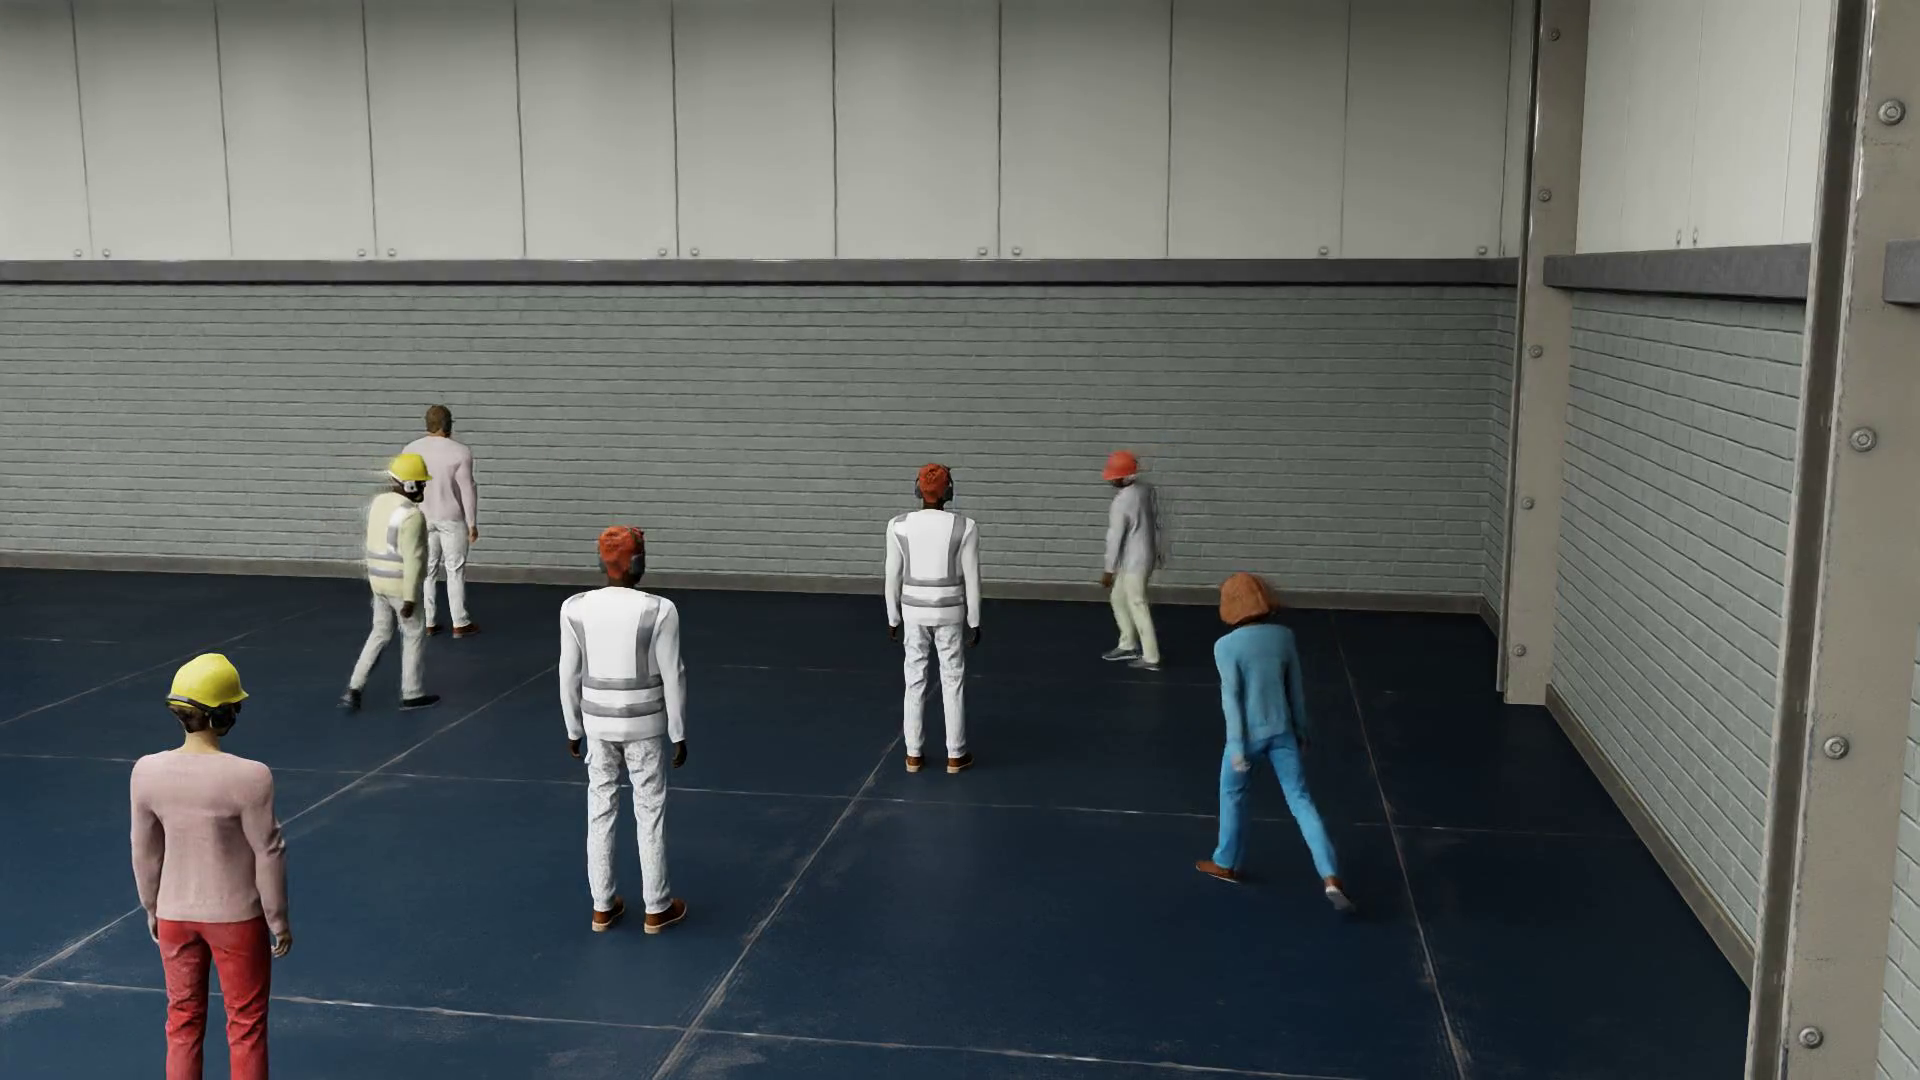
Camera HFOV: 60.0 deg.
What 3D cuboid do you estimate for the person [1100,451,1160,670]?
[{"bbox_3d":[1.268,0.156,12.602,0.567,1.697,0.637,3,10,18],"label":"person"}]

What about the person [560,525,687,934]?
[{"bbox_3d":[-1.532,0.868,7.623,0.582,1.882,0.338,2,9,10],"label":"person"}]

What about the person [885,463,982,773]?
[{"bbox_3d":[-0.157,0.474,10.053,0.582,1.882,0.338,2,9,10],"label":"person"}]

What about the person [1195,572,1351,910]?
[{"bbox_3d":[1.511,0.960,7.996,0.532,1.583,0.879,-5,10,-26],"label":"person"}]

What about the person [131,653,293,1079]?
[{"bbox_3d":[-2.498,1.254,5.606,0.531,1.767,0.328,2,9,10],"label":"person"}]

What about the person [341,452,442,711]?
[{"bbox_3d":[-3.908,0.307,11.372,0.610,1.801,0.677,8,12,39],"label":"person"}]

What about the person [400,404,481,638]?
[{"bbox_3d":[-4.285,-0.150,13.741,0.633,1.936,0.353,2,9,10],"label":"person"}]
